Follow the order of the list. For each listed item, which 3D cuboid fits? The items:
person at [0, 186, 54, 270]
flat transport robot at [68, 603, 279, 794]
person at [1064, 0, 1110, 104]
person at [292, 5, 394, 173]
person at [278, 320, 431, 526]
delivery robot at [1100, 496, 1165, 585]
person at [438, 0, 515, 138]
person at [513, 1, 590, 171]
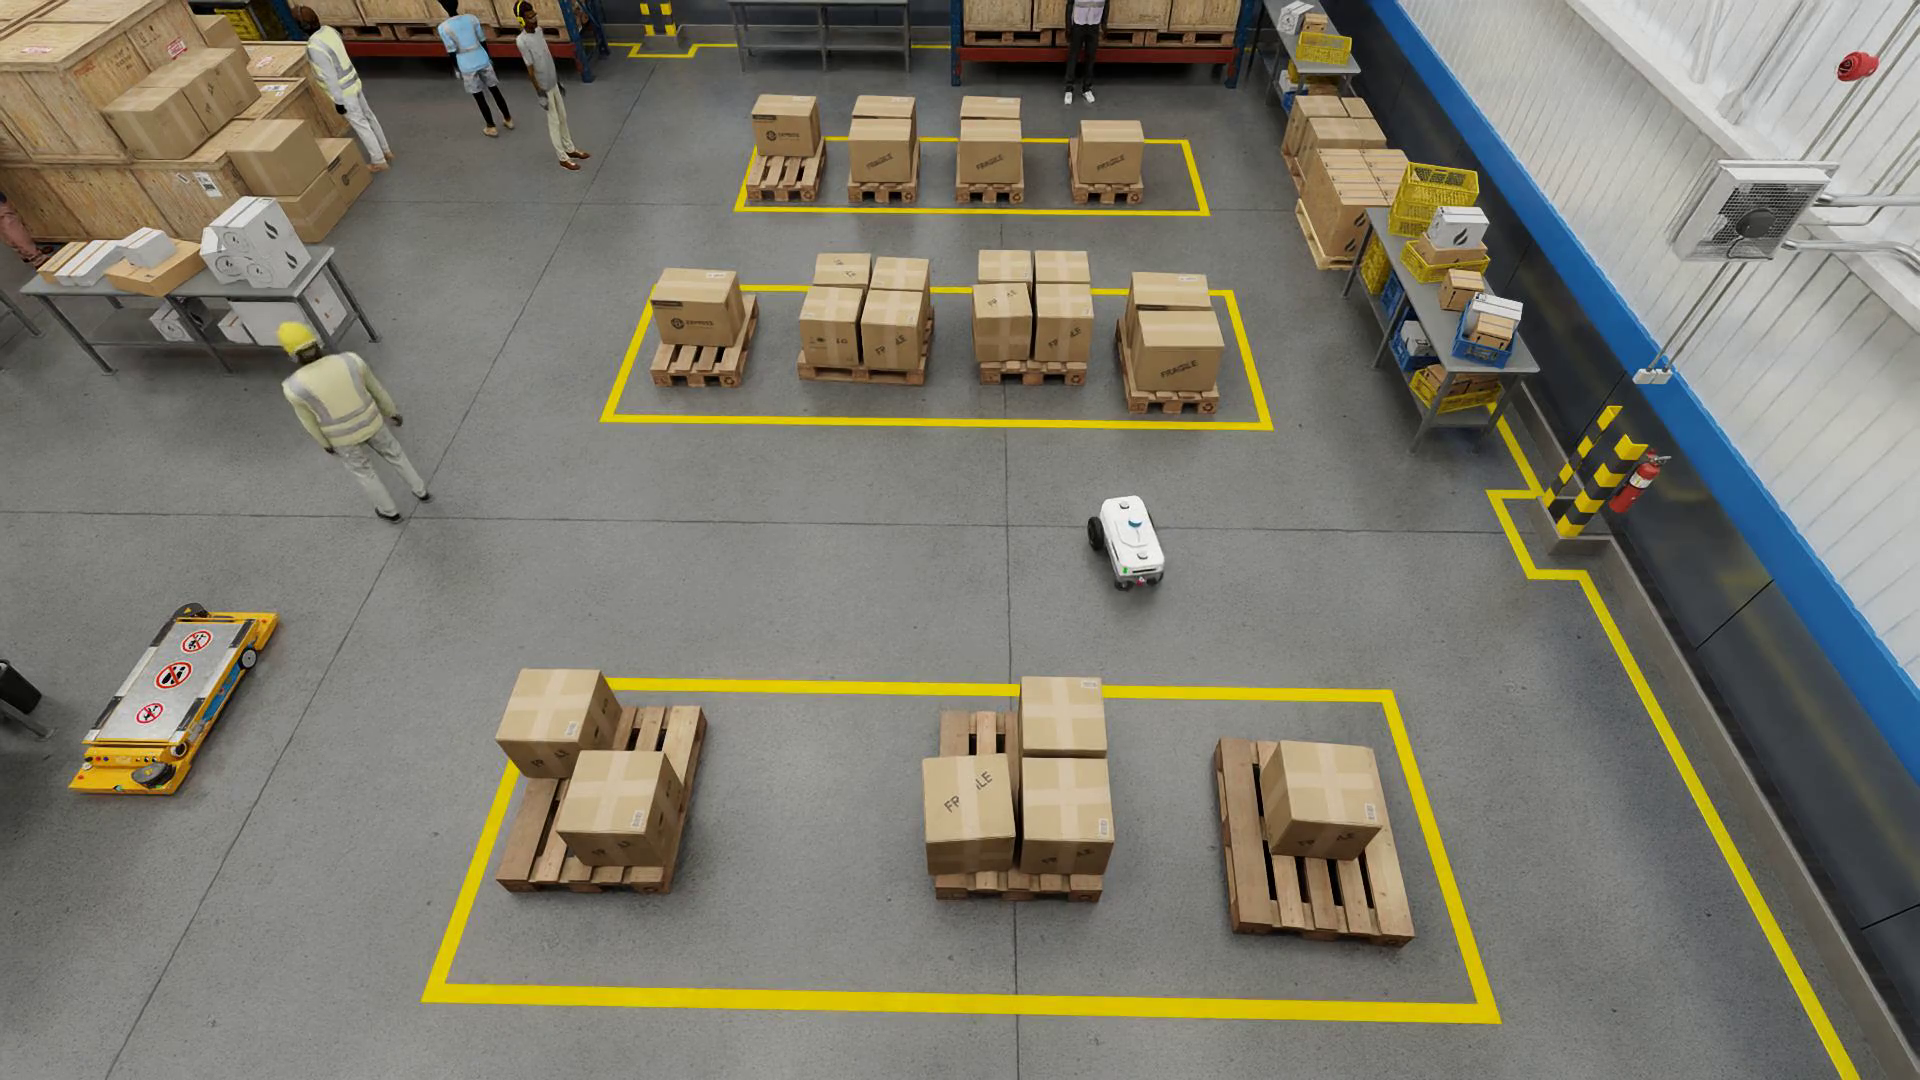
[{"bbox_3d":[-10.112,-3.713,9.437,0.636,1.900,0.402,22,53,18],"label":"person"},{"bbox_3d":[-5.504,1.072,6.442,0.652,0.197,1.431,1,50,1],"label":"flat transport robot"},{"bbox_3d":[1.653,-6.743,11.984,0.593,1.918,0.391,-7,50,-6],"label":"person"},{"bbox_3d":[-7.275,-5.296,10.808,0.430,1.845,0.620,-6,50,-5],"label":"person"},{"bbox_3d":[-4.676,-0.900,7.110,0.450,1.811,0.619,32,57,24],"label":"person"},{"bbox_3d":[1.332,-0.009,7.113,0.477,0.478,0.707,-7,50,-5],"label":"delivery robot"},{"bbox_3d":[-6.066,-5.920,11.430,0.320,1.695,0.537,33,57,25],"label":"person"},{"bbox_3d":[-4.852,-5.357,10.842,0.319,1.871,0.532,6,50,5],"label":"person"}]
